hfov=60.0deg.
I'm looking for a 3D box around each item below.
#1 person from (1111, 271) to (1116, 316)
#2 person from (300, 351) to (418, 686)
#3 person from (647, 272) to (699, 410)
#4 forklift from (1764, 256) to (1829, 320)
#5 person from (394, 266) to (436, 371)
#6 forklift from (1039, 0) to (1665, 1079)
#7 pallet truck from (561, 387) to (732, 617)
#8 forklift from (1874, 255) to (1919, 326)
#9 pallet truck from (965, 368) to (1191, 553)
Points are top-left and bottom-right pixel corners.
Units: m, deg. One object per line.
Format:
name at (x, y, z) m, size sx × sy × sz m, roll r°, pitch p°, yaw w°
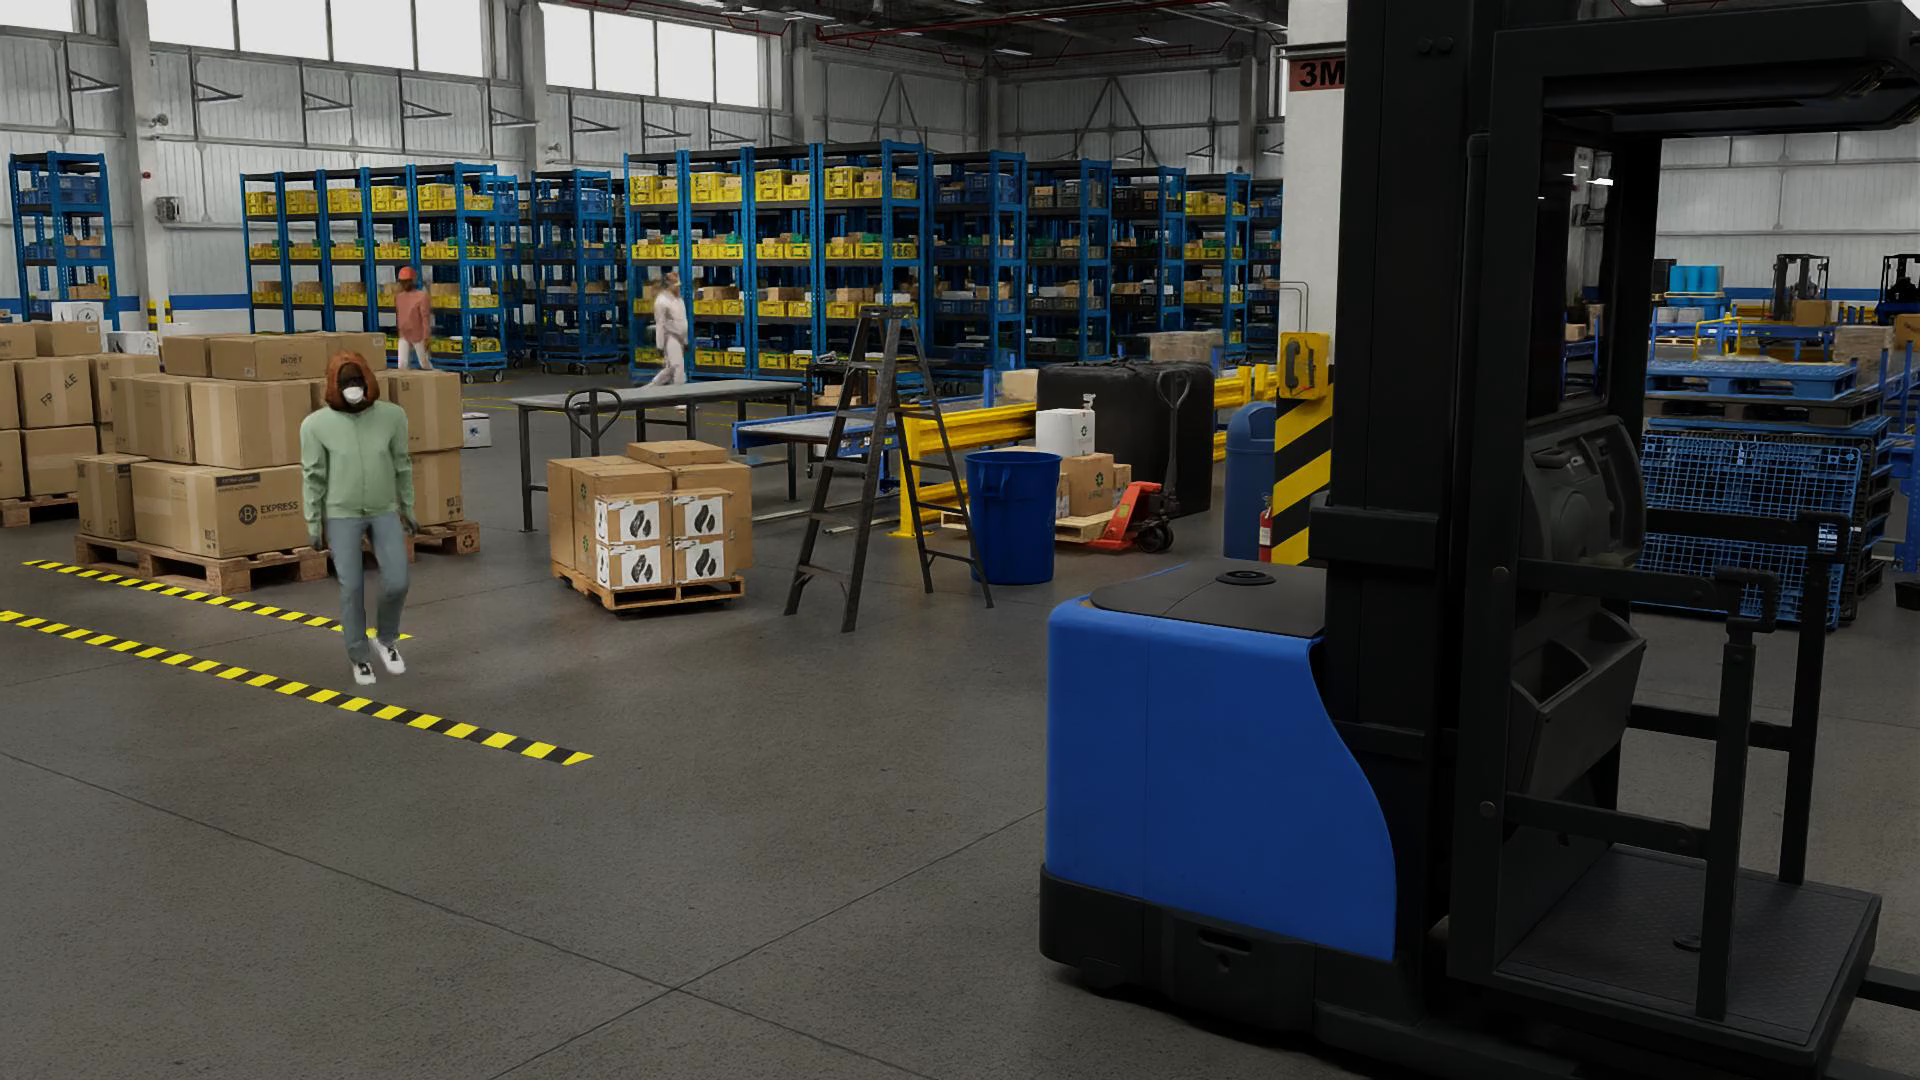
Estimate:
person at (3.535, -5.484, 39.420) m, size 0.590 × 1.794 × 0.862 m, roll -4°, pitch 10°, yaw -23°
person at (-2.836, -0.096, 7.886) m, size 0.525 × 1.605 × 0.388 m, roll -6°, pitch 11°, yaw -32°
person at (-3.976, -2.704, 22.619) m, size 0.839 × 1.882 × 0.640 m, roll 2°, pitch 10°, yaw 13°
forklift at (20.253, -5.854, 40.139) m, size 1.157 × 1.987 × 2.680 m, roll 7°, pitch 12°, yaw 35°
person at (-7.690, -2.888, 23.506) m, size 0.617 × 1.960 × 0.988 m, roll 3°, pitch 10°, yaw 18°
forklift at (1.249, -0.137, 4.360) m, size 1.873 × 2.768 × 1.129 m, roll 7°, pitch 12°, yaw 35°
pallet truck at (-1.981, -0.274, 10.088) m, size 0.680 × 1.201 × 1.601 m, roll -5°, pitch 11°, yaw -28°
forklift at (22.089, -5.634, 38.796) m, size 1.157 × 1.987 × 2.680 m, roll 6°, pitch 11°, yaw 33°
pallet truck at (0.845, -0.609, 11.869) m, size 1.630 × 1.274 × 0.653 m, roll 7°, pitch 12°, yaw 35°
